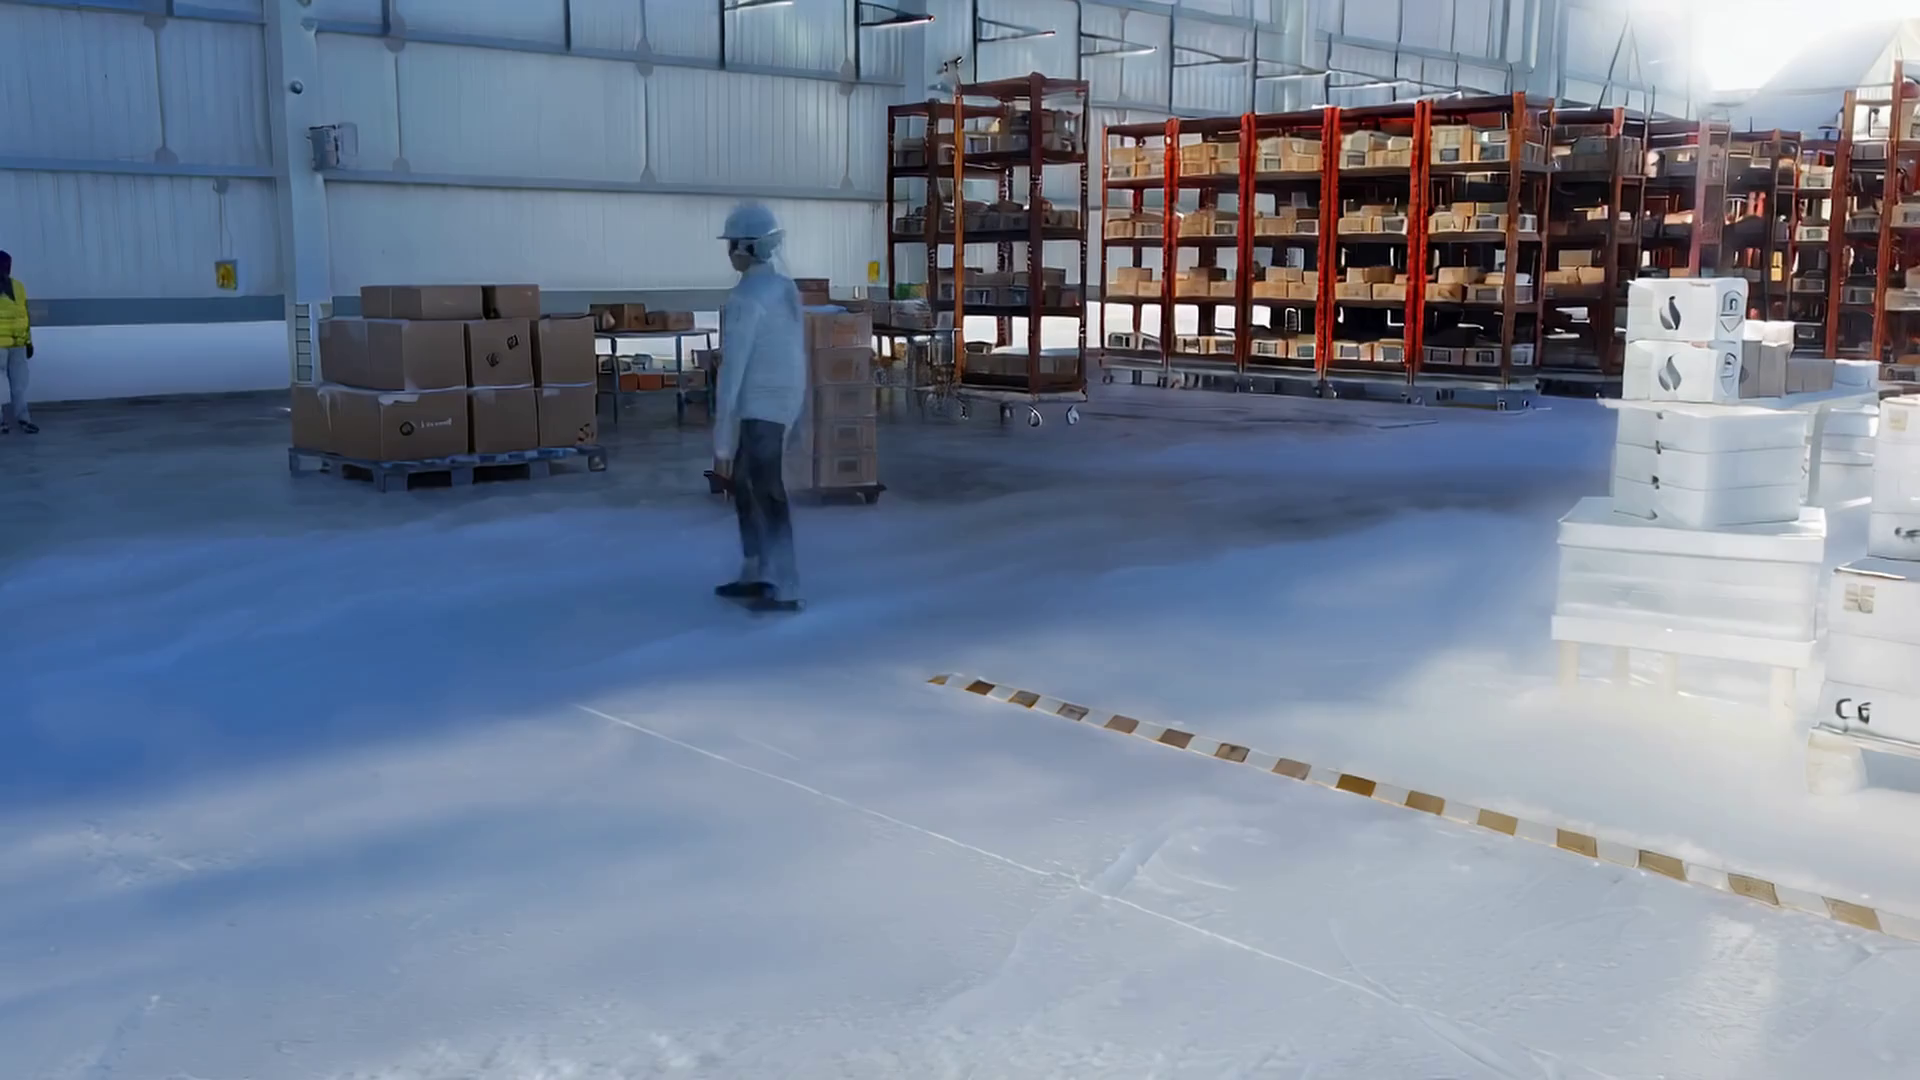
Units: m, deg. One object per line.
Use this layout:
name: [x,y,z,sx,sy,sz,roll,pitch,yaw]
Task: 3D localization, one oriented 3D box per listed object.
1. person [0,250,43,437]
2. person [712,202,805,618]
person: [-9.406,-1.928,16.376,0.429,1.831,0.634,3,10,16]
person: [-1.048,-0.607,7.960,0.672,1.975,0.646,3,10,17]
